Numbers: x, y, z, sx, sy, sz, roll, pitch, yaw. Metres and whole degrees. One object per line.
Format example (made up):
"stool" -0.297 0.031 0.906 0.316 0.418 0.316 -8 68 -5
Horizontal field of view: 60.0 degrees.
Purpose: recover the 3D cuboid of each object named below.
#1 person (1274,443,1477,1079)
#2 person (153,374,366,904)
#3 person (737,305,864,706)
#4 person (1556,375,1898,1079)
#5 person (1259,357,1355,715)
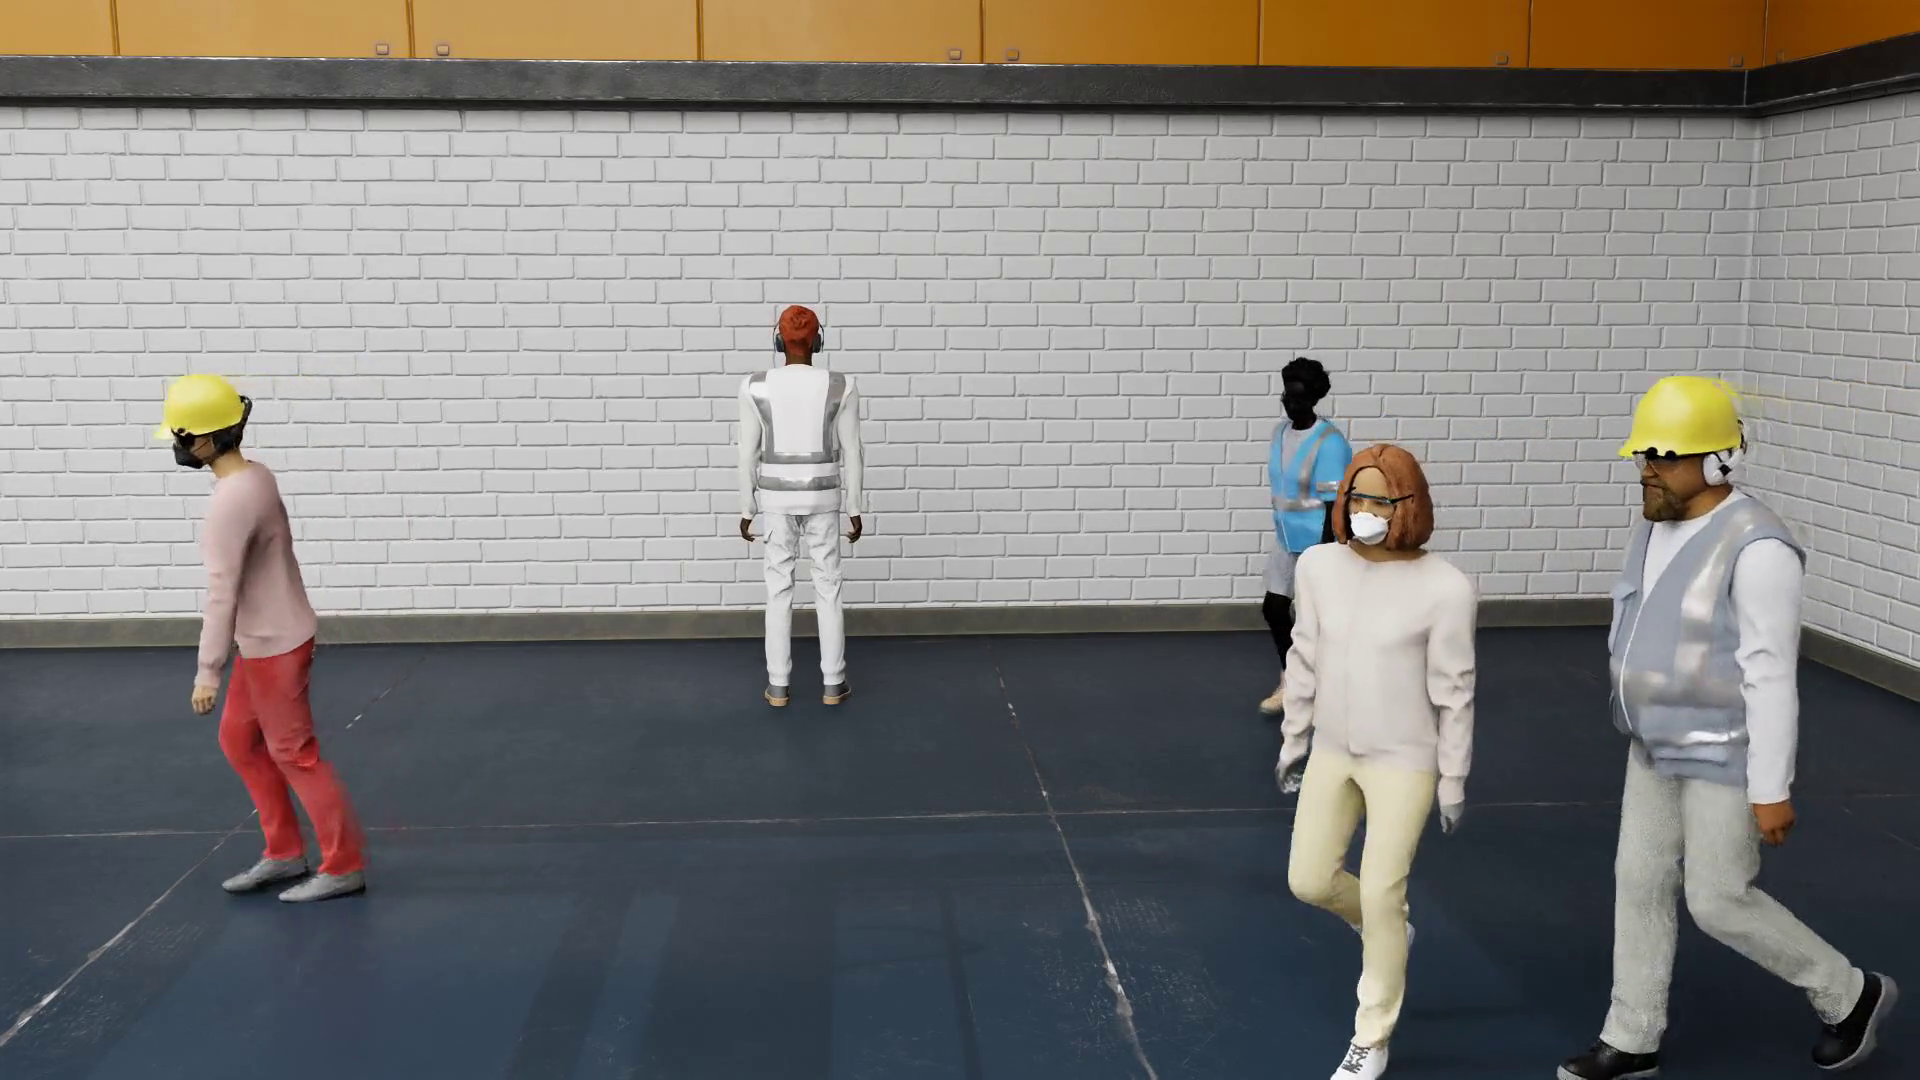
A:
"person" 1.069 0.551 4.193 0.466 1.617 0.512 -9 13 -44
"person" -2.180 0.335 5.223 0.553 1.717 0.551 -2 9 -15
"person" -0.746 -0.155 7.819 0.587 1.883 0.341 -1 9 -4
"person" 1.900 0.490 4.092 0.736 1.798 0.612 -2 9 -10
"person" 1.582 0.013 7.410 0.489 1.661 0.549 -5 10 -27
